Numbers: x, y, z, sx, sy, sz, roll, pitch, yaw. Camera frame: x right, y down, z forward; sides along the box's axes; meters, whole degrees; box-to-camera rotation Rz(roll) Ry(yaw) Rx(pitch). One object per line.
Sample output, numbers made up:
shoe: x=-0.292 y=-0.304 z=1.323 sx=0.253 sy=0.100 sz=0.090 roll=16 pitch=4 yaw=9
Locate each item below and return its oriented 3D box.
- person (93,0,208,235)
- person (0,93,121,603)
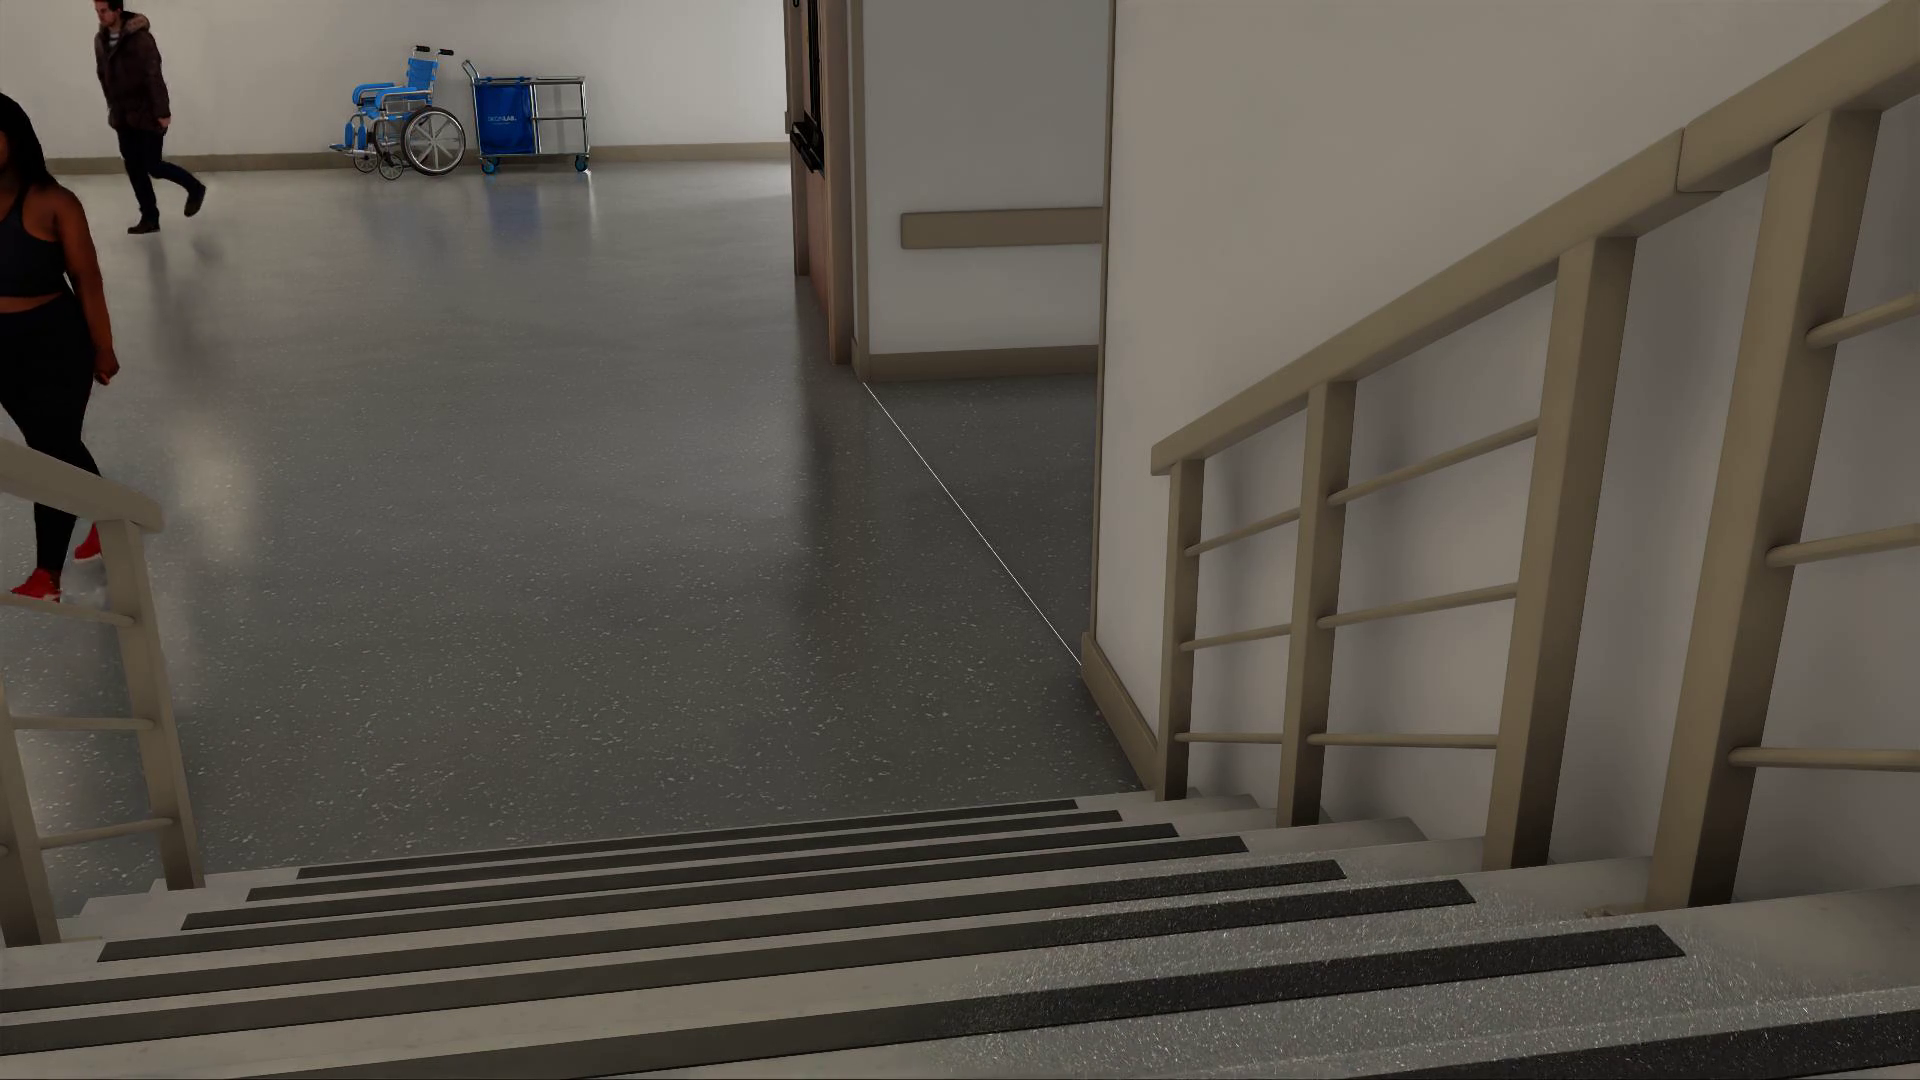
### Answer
person: x=-6.257 y=-3.283 z=12.823 sx=1.031 sy=1.807 sz=1.132 roll=8 pitch=22 yaw=21
person: x=-3.307 y=-0.682 z=6.020 sx=0.861 sy=1.763 sz=1.267 roll=1 pitch=21 yaw=3
